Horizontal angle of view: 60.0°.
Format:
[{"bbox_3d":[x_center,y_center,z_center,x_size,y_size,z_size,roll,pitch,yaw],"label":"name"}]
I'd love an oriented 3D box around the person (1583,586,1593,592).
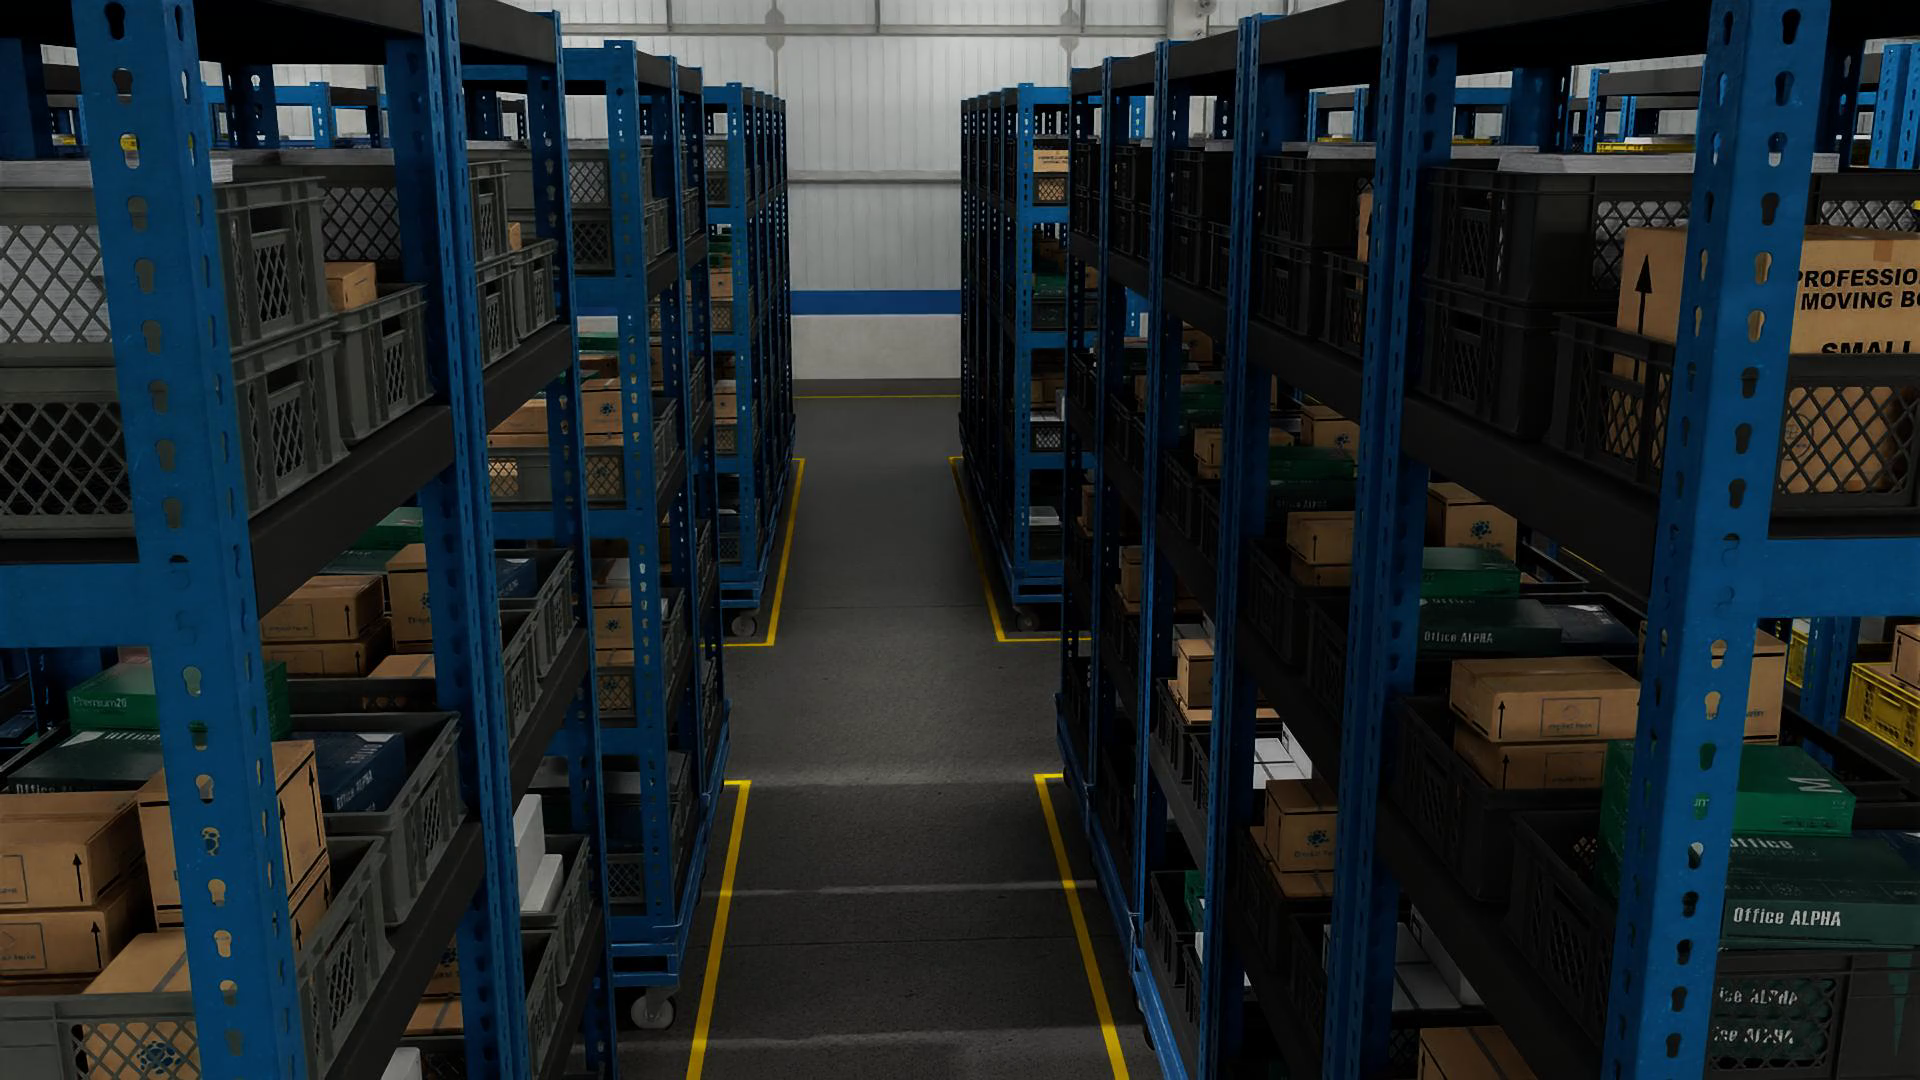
[{"bbox_3d":[4.529,-0.410,11.627,0.404,1.833,0.586,-2,14,-7],"label":"person"}]
